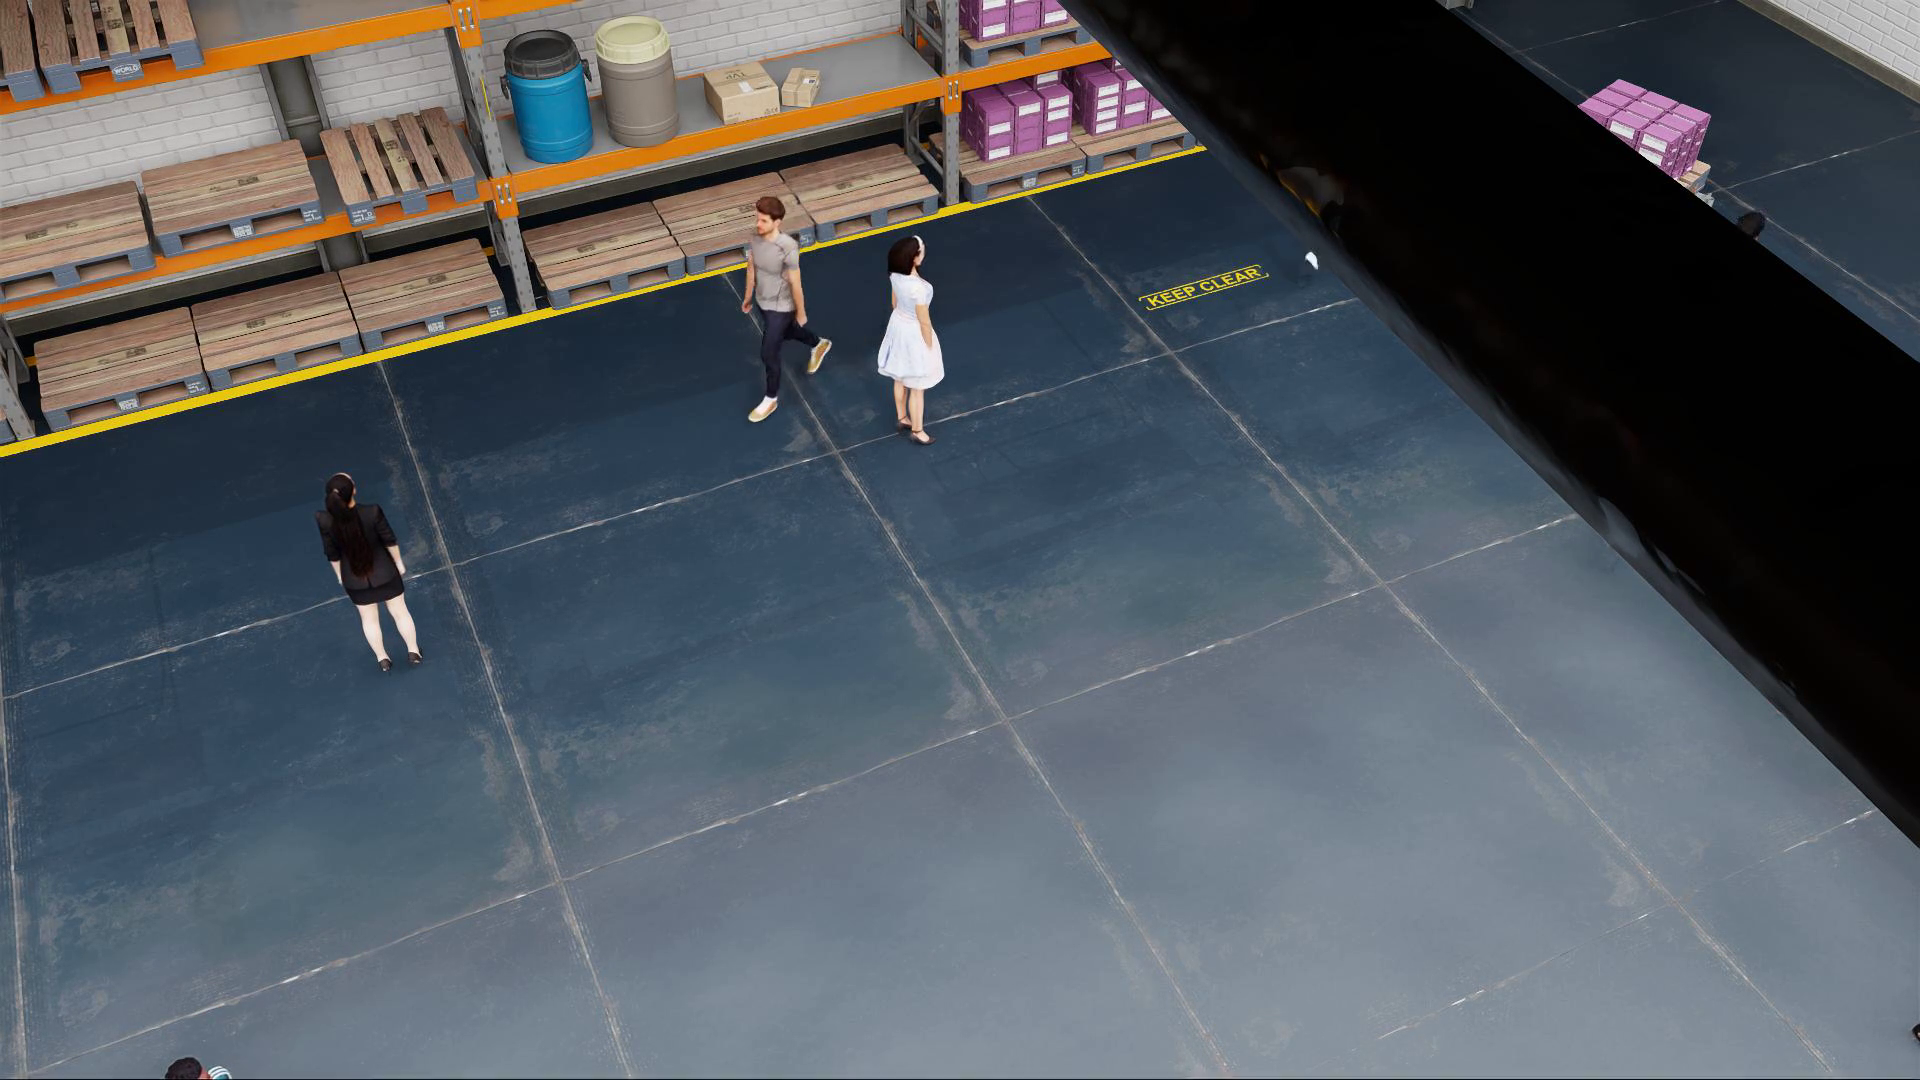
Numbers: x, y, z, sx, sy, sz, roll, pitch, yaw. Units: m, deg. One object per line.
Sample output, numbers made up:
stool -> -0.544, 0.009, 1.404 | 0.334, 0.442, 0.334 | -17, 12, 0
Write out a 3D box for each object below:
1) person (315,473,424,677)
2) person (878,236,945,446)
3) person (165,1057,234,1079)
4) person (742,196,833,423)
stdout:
person -> -3.807, 0.221, 10.743 | 0.526, 1.697, 0.694 | -10, 45, -11
person -> -0.364, -1.477, 12.443 | 0.761, 1.811, 0.736 | -25, 49, -24
person -> -3.635, 2.921, 8.227 | 0.608, 1.256, 0.572 | 7, 44, 8
person -> -1.354, -1.865, 12.815 | 1.290, 1.858, 0.925 | -34, 53, -30
